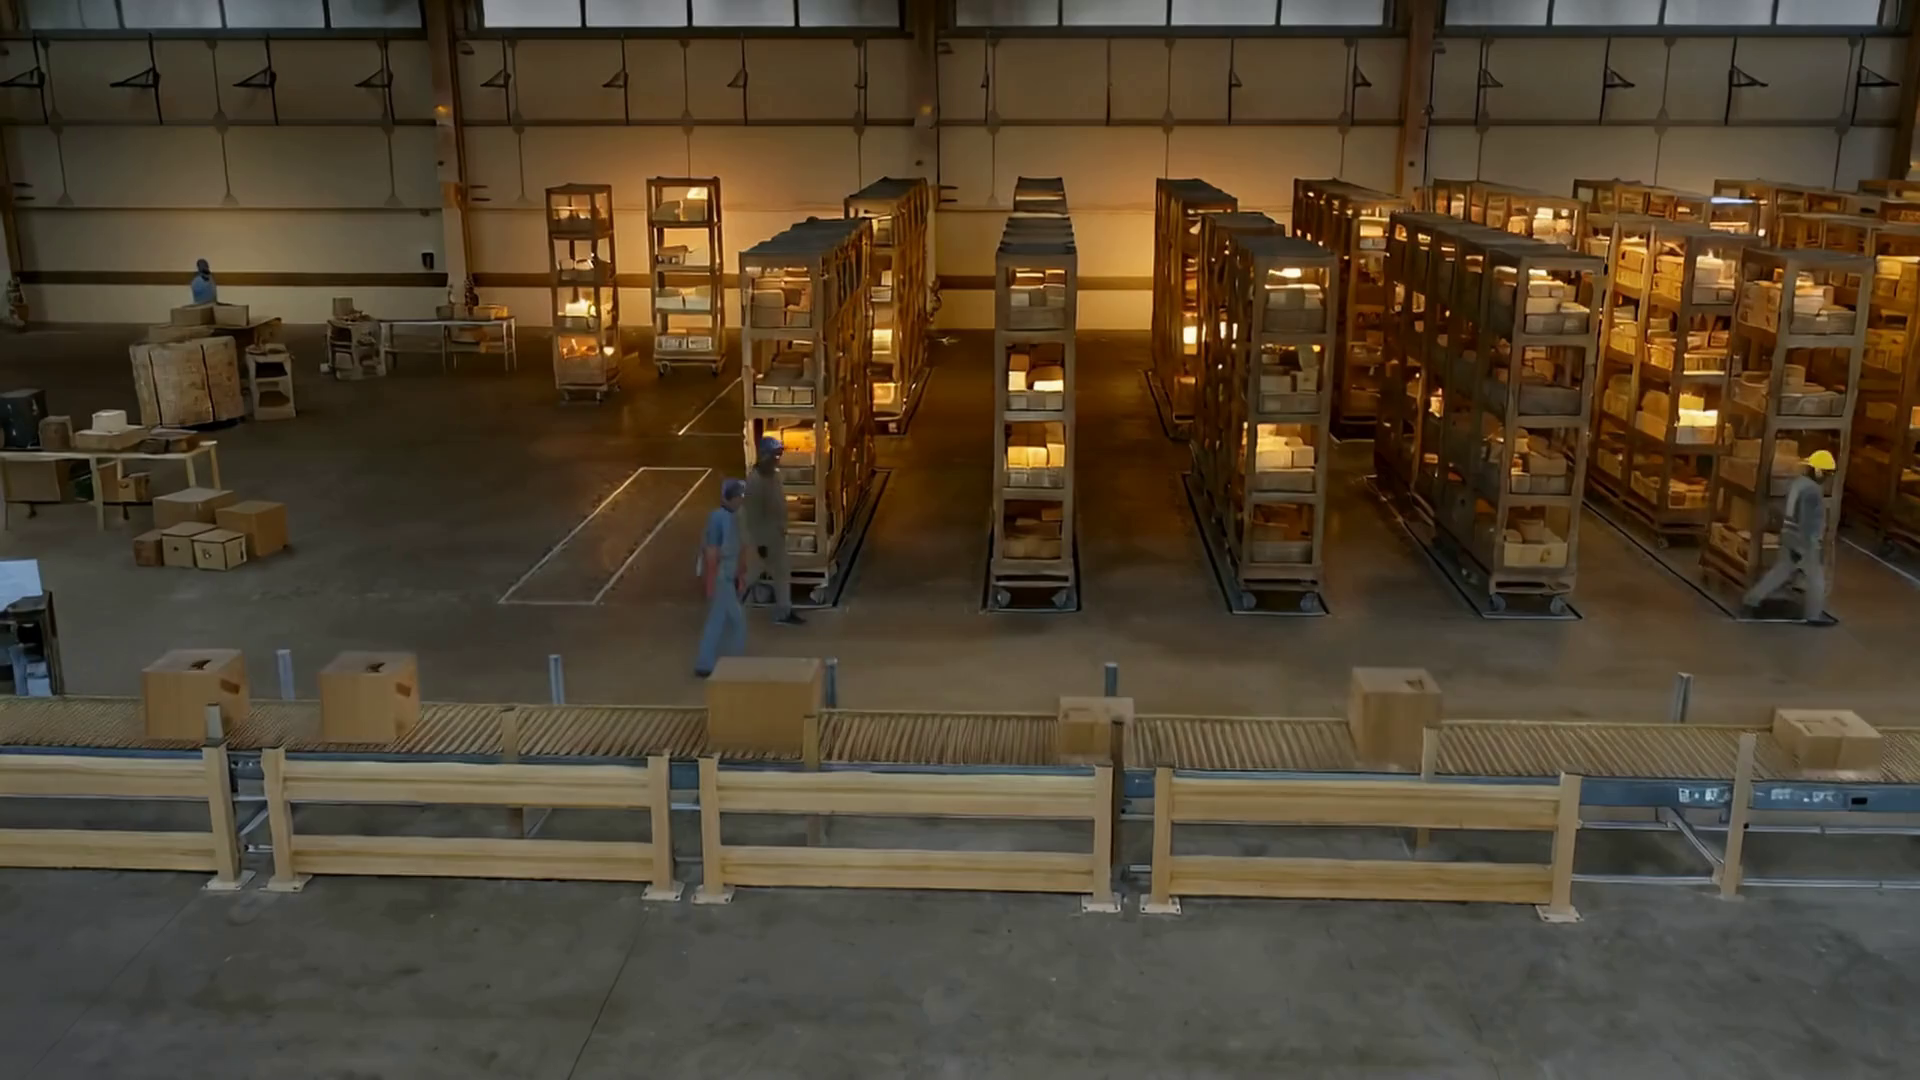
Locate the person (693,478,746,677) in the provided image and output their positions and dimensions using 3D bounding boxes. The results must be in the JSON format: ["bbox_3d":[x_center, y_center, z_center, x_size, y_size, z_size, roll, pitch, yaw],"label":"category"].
[{"bbox_3d":[-2.053,0.358,14.814,0.764,1.788,0.660,-1,15,-3],"label":"person"}]

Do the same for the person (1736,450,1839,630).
[{"bbox_3d":[8.151,-0.020,16.233,0.878,1.794,0.582,3,15,10],"label":"person"}]

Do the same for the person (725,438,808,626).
[{"bbox_3d":[-1.954,-0.079,16.275,0.867,1.876,0.650,5,16,18],"label":"person"}]

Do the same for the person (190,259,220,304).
[{"bbox_3d":[-14.869,-4.582,32.877,0.379,1.937,0.548,13,20,41],"label":"person"}]
